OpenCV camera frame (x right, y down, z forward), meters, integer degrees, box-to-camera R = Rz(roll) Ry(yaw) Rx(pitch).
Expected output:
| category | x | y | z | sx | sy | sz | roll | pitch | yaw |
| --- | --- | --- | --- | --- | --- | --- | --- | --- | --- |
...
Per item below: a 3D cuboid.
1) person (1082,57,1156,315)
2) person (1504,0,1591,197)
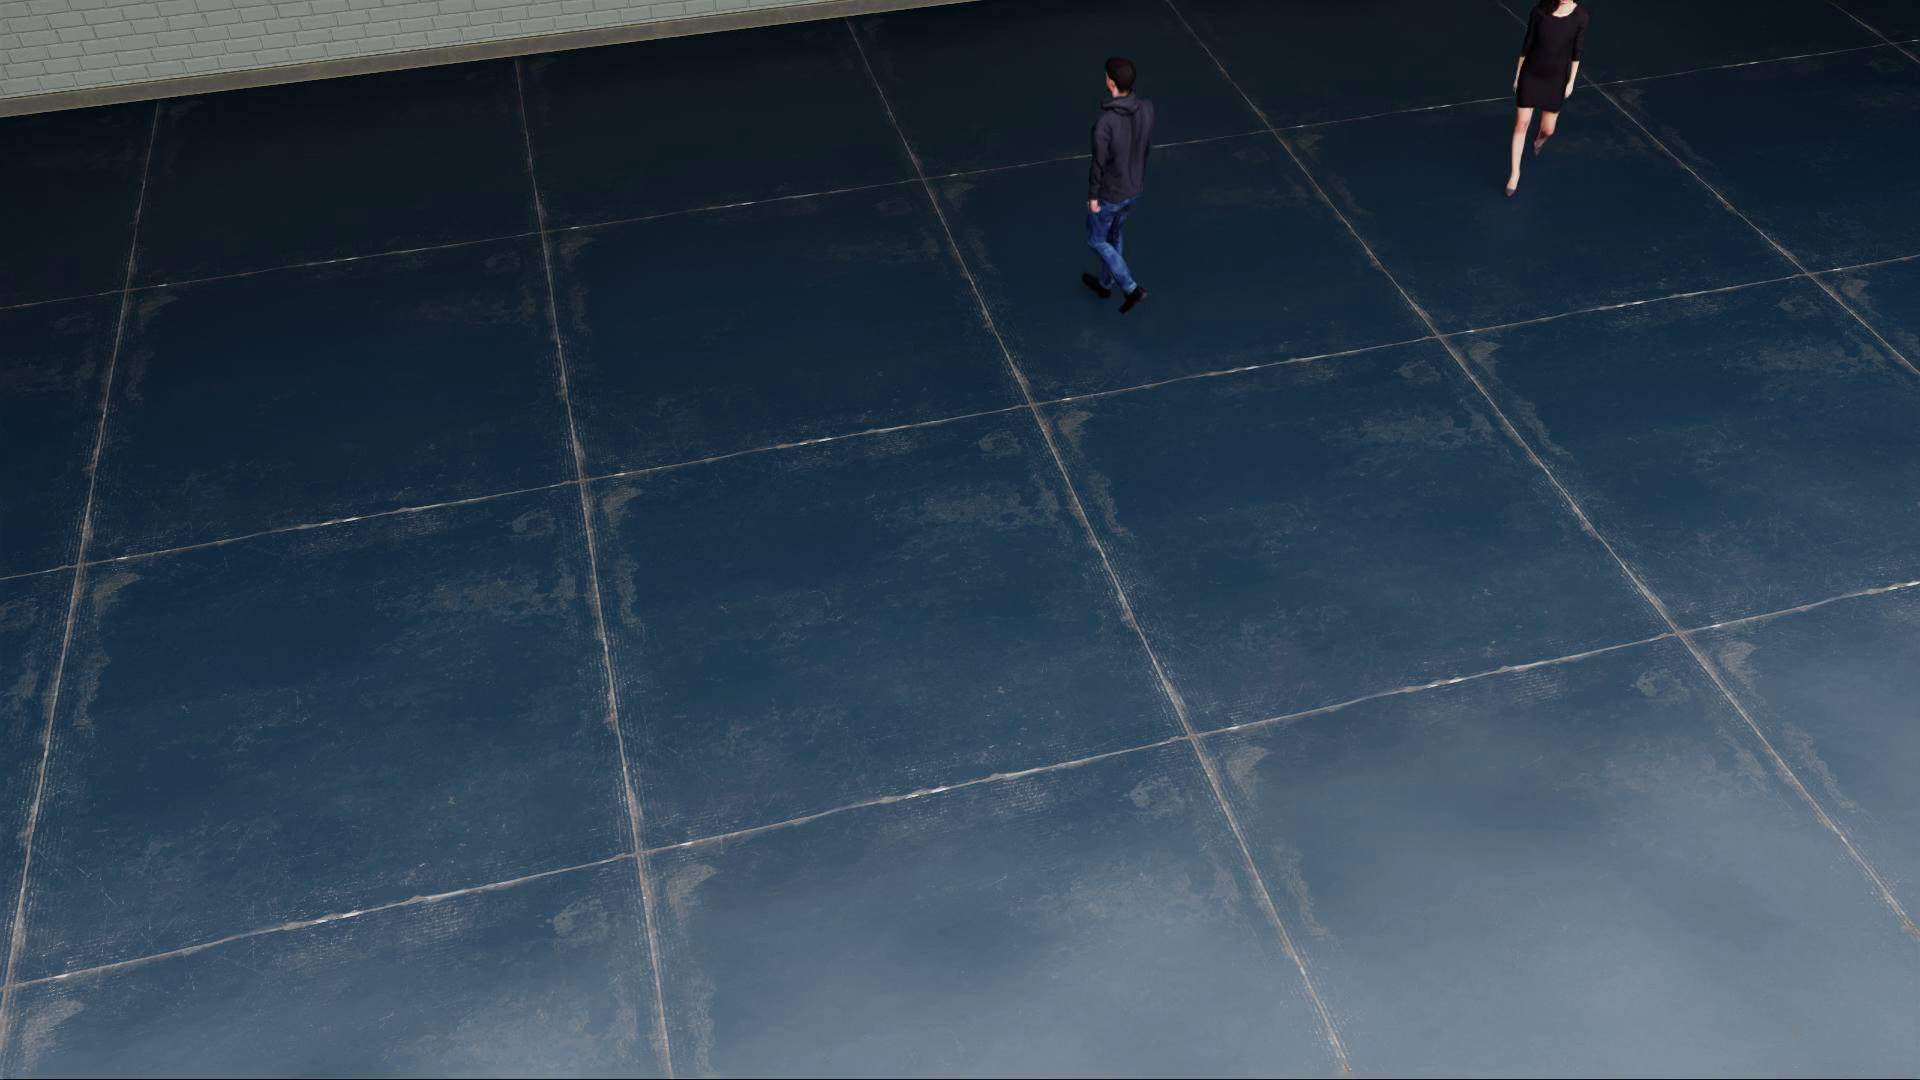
| category | x | y | z | sx | sy | sz | roll | pitch | yaw |
| --- | --- | --- | --- | --- | --- | --- | --- | --- | --- |
| person | 1.119 | -2.365 | 11.347 | 0.908 | 1.873 | 1.071 | -28 | 50 | -27 |
| person | 4.424 | -3.497 | 12.621 | 0.851 | 1.788 | 0.943 | 16 | 45 | 16 |
